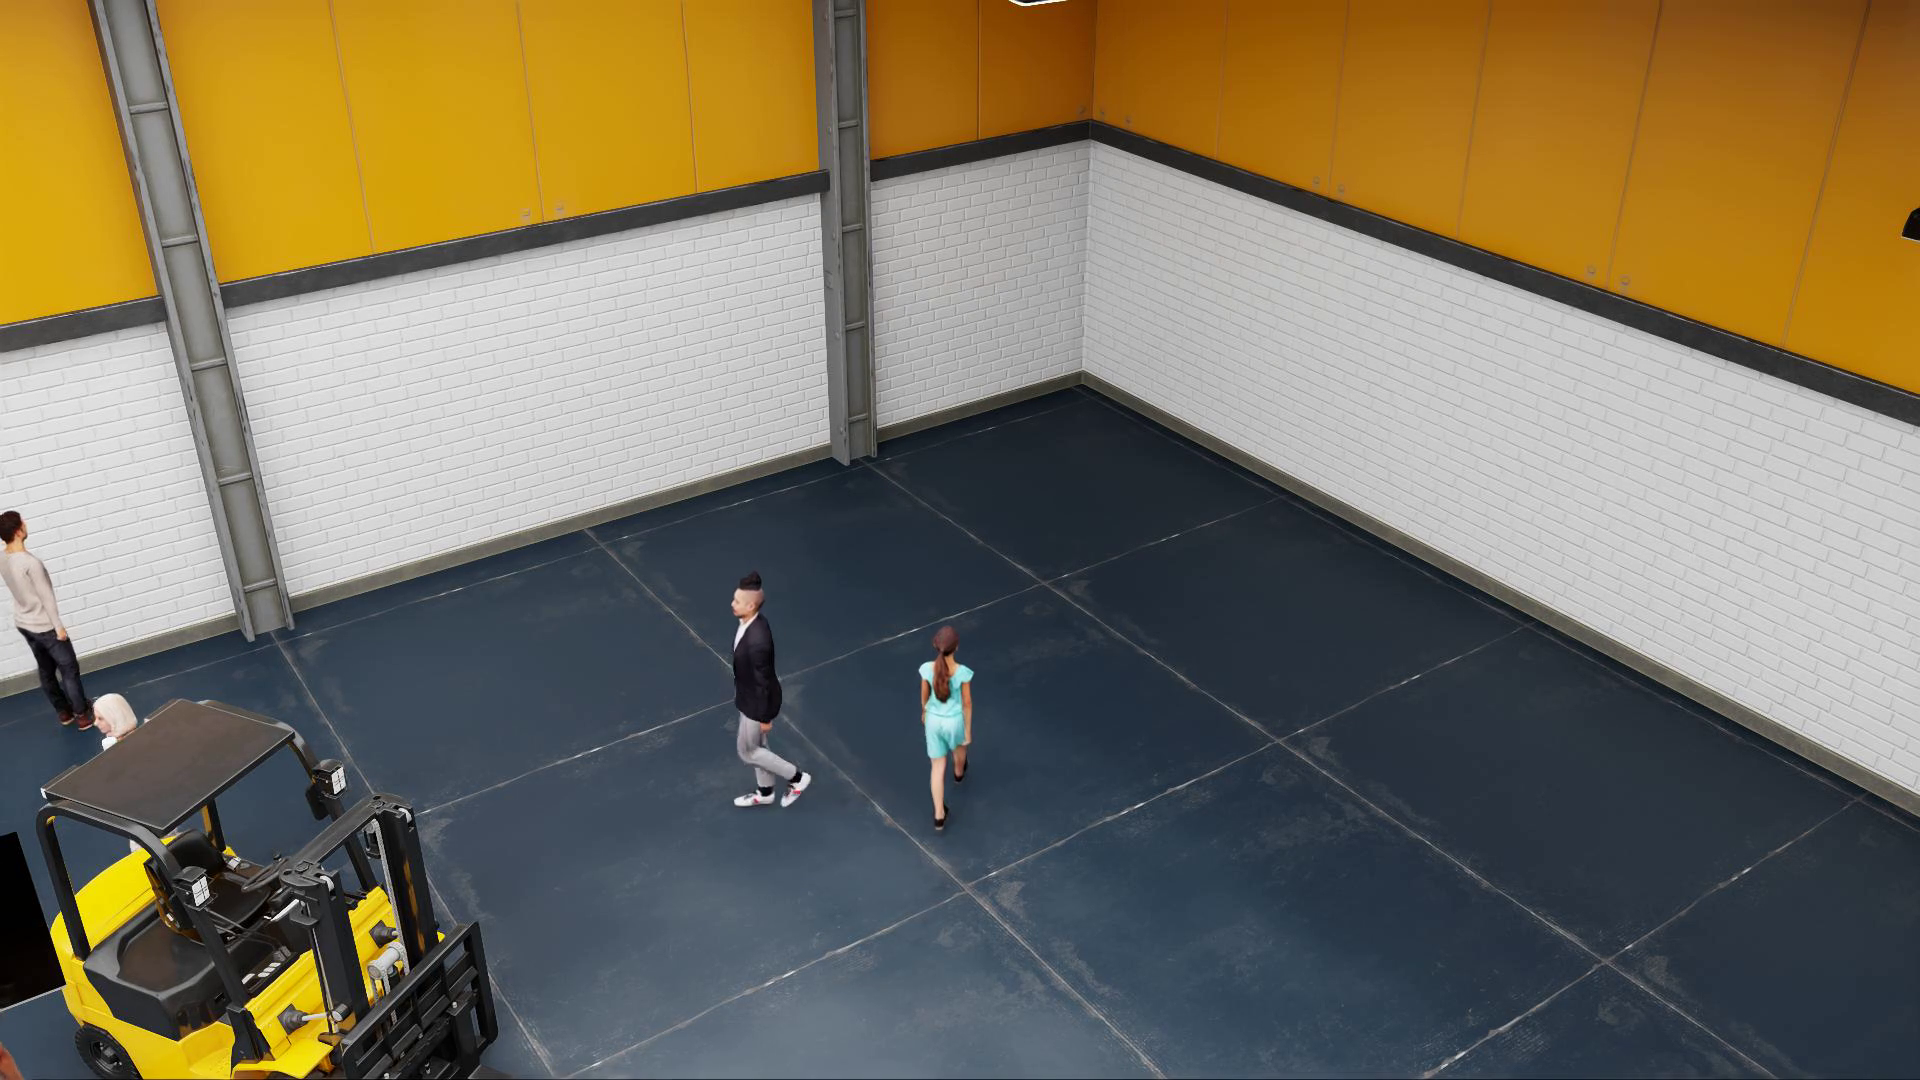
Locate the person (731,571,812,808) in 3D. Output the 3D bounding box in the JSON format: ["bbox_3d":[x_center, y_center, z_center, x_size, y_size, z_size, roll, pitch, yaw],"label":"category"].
[{"bbox_3d":[-1.355,1.092,11.842,0.933,1.934,0.866,-6,29,-11],"label":"person"}]

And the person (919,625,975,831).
[{"bbox_3d":[-0.117,1.348,11.811,1.003,1.515,1.060,5,29,9],"label":"person"}]

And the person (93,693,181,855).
[{"bbox_3d":[-5.294,1.701,10.981,0.811,1.690,1.115,20,34,32],"label":"person"}]

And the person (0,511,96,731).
[{"bbox_3d":[-7.080,0.655,12.717,0.814,1.864,0.824,14,31,23],"label":"person"}]
